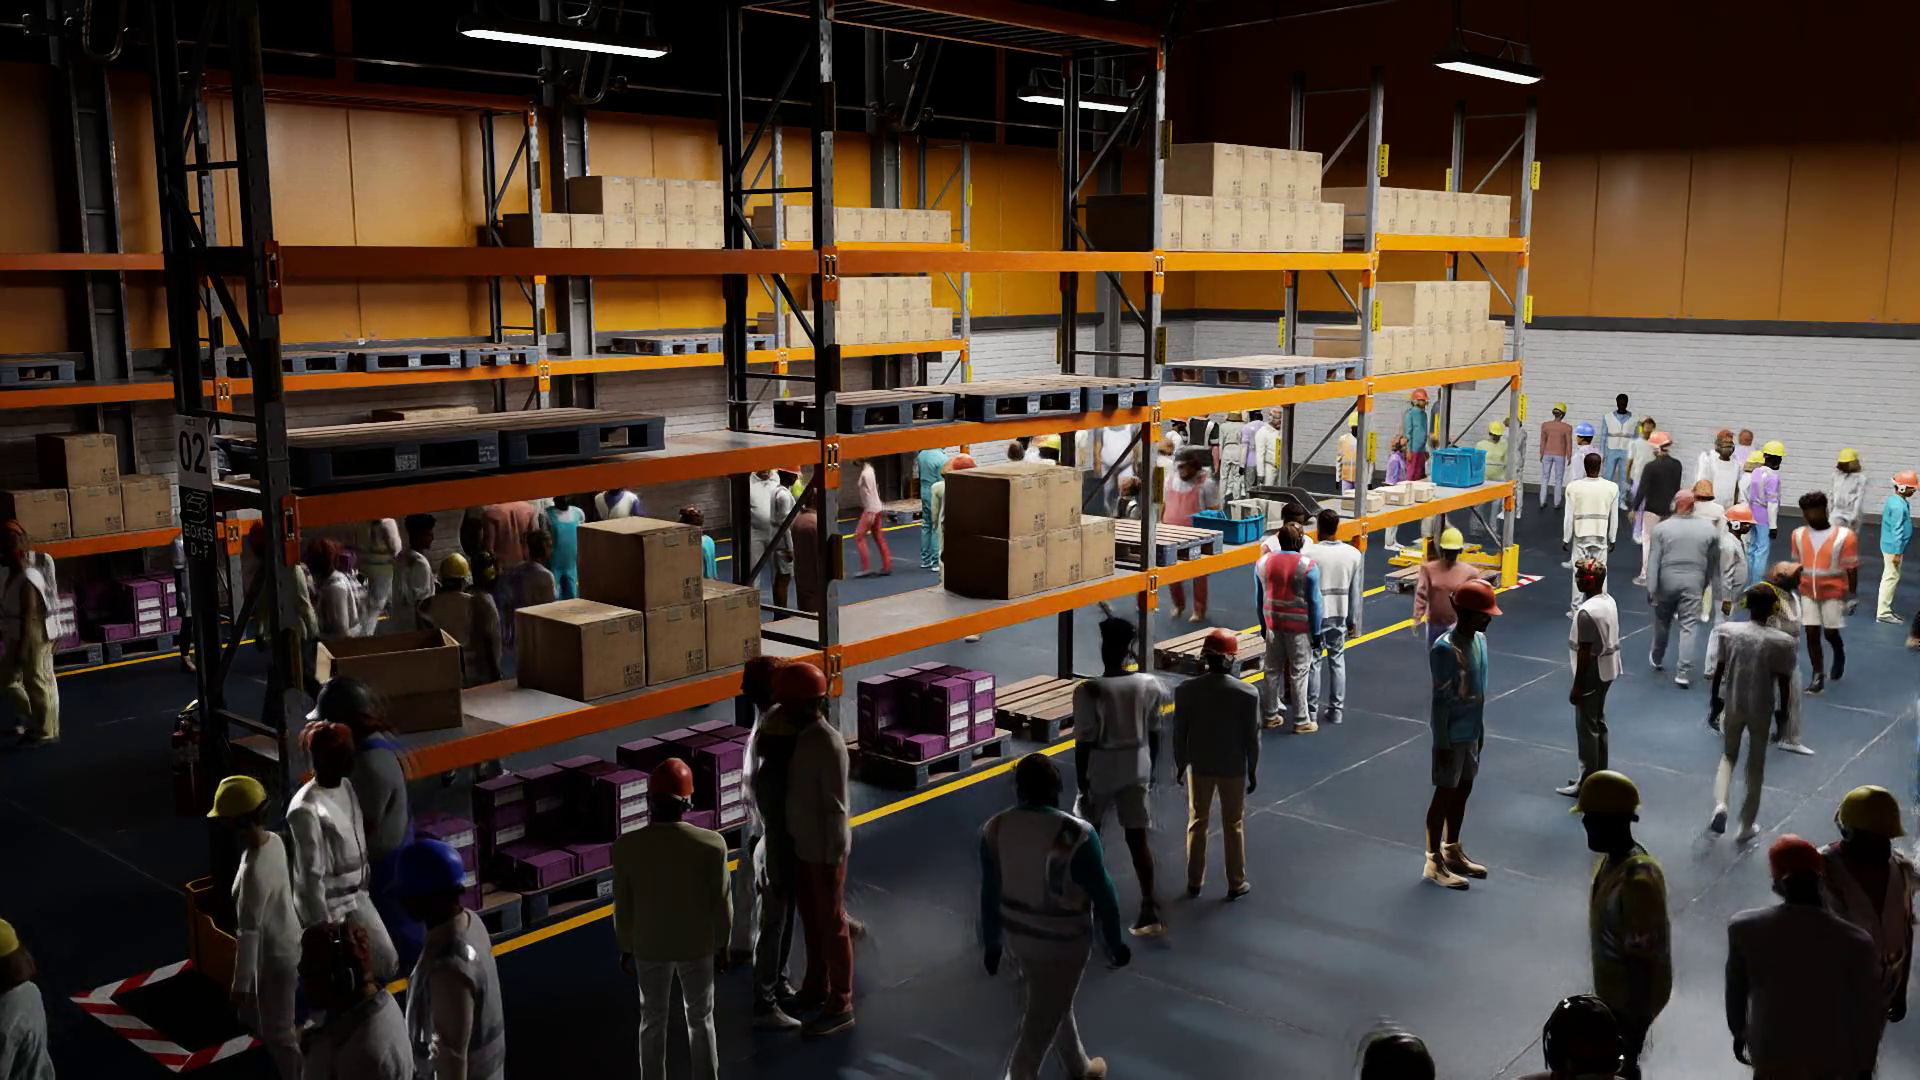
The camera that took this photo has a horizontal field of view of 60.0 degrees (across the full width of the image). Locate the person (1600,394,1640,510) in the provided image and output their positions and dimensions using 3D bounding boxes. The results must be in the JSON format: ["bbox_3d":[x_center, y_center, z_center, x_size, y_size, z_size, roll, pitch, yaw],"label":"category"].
[{"bbox_3d":[10.820,-1.451,27.313,0.597,1.917,0.375,2,10,12],"label":"person"}]

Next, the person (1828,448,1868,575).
[{"bbox_3d":[11.221,-0.315,21.111,0.618,1.714,0.481,-7,12,-38],"label":"person"}]

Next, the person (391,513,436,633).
[{"bbox_3d":[-4.647,0.729,14.209,0.443,1.955,0.626,-7,12,-38],"label":"person"}]

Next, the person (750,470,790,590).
[{"bbox_3d":[-2.256,-0.086,19.231,0.644,1.900,0.399,-2,10,-13],"label":"person"}]

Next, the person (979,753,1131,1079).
[{"bbox_3d":[0.400,1.891,7.809,0.628,1.779,0.987,9,13,42],"label":"person"}]

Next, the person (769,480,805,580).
[{"bbox_3d":[-2.113,-0.265,20.956,0.728,1.654,0.550,-5,11,-28],"label":"person"}]

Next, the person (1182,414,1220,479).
[{"bbox_3d":[3.693,-1.193,25.454,0.612,2.030,0.403,6,11,30],"label":"person"}]

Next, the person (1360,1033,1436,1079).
[{"bbox_3d":[1.223,2.311,4.918,0.637,1.909,0.886,-4,10,-20],"label":"person"}]

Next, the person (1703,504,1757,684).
[{"bbox_3d":[7.462,0.516,16.084,0.353,1.744,0.565,6,11,31],"label":"person"}]

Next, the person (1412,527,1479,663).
[{"bbox_3d":[4.357,0.722,14.888,0.525,1.729,0.860,5,11,27],"label":"person"}]

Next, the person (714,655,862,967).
[{"bbox_3d":[-1.028,1.564,9.512,0.849,1.860,0.593,-2,10,-9],"label":"person"}]

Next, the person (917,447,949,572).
[{"bbox_3d":[-0.299,-0.532,21.901,0.399,1.900,0.645,-6,11,-31],"label":"person"}]

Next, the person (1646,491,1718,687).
[{"bbox_3d":[6.996,0.448,16.193,0.635,1.843,1.023,2,10,14],"label":"person"}]

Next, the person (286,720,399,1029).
[{"bbox_3d":[-2.993,1.786,8.129,0.489,1.867,0.593,1,10,7],"label":"person"}]

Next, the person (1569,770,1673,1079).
[{"bbox_3d":[2.845,1.936,7.133,0.499,1.902,0.627,2,10,12],"label":"person"}]

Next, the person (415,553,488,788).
[{"bbox_3d":[-3.885,1.010,12.872,0.591,1.834,0.404,0,10,-2],"label":"person"}]

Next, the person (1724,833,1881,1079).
[{"bbox_3d":[3.473,2.076,6.895,0.577,1.699,0.851,4,10,24],"label":"person"}]

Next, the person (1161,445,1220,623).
[{"bbox_3d":[2.556,-0.076,18.740,0.725,2.000,0.537,6,11,32],"label":"person"}]

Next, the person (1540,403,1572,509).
[{"bbox_3d":[9.825,-1.387,27.424,0.532,1.756,0.337,7,12,37],"label":"person"}]

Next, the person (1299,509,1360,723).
[{"bbox_3d":[3.226,0.679,14.640,0.597,1.909,0.405,-3,10,-16],"label":"person"}]

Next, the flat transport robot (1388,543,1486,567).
[{"bbox_3d":[6.453,0.186,22.450,1.431,0.197,0.652,-9,13,-43],"label":"flat transport robot"}]

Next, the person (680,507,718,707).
[{"bbox_3d":[-2.393,0.612,15.209,0.389,1.847,0.563,2,10,9],"label":"person"}]

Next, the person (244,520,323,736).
[{"bbox_3d":[-5.688,0.770,14.059,0.685,1.935,1.030,7,12,37],"label":"person"}]

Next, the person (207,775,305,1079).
[{"bbox_3d":[-3.193,1.927,7.653,0.407,1.748,0.557,-3,10,-18],"label":"person"}]

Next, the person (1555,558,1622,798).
[{"bbox_3d":[4.810,1.052,12.630,0.388,1.837,0.560,6,11,34],"label":"person"}]

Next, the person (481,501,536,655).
[{"bbox_3d":[-4.607,0.237,17.072,0.745,1.978,0.637,9,13,44],"label":"person"}]

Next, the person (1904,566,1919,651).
[{"bbox_3d":[10.026,0.381,17.077,0.419,1.681,0.607,3,10,16],"label":"person"}]

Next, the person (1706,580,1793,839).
[{"bbox_3d":[5.510,1.204,11.644,0.538,1.857,0.466,7,12,37],"label":"person"}]

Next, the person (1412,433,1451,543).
[{"bbox_3d":[6.833,-0.742,23.943,0.494,1.622,0.550,4,10,22],"label":"person"}]

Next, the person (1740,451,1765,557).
[{"bbox_3d":[9.842,-0.249,20.695,0.332,1.735,0.488,2,10,11],"label":"person"}]

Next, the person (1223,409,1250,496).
[{"bbox_3d":[4.838,-1.720,28.895,0.588,1.927,0.370,4,10,25],"label":"person"}]

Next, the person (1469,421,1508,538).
[{"bbox_3d":[7.811,-0.893,24.495,0.584,1.743,0.460,0,10,-3],"label":"person"}]

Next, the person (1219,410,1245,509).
[{"bbox_3d":[4.490,-1.358,27.327,0.492,1.729,0.324,3,10,19],"label":"person"}]

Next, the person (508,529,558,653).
[{"bbox_3d":[-3.517,0.804,14.169,0.870,1.805,0.512,-8,12,-39],"label":"person"}]

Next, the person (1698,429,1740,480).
[{"bbox_3d":[10.158,-0.565,22.319,0.576,1.842,0.947,1,10,5],"label":"person"}]

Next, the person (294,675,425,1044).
[{"bbox_3d":[-3.143,1.643,8.474,1.043,2.000,0.694,-5,11,-28],"label":"person"}]

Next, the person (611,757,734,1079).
[{"bbox_3d":[-1.350,1.887,7.876,0.566,1.751,0.329,-1,10,-4],"label":"person"}]

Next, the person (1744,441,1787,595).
[{"bbox_3d":[9.739,-0.242,20.106,0.394,1.918,0.585,1,10,5],"label":"person"}]

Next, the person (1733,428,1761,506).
[{"bbox_3d":[11.476,-0.823,24.432,0.544,1.626,0.404,3,10,17],"label":"person"}]

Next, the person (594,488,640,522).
[{"bbox_3d":[-3.854,0.094,18.459,0.586,1.782,0.996,5,11,27],"label":"person"}]

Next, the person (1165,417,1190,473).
[{"bbox_3d":[3.164,-0.949,24.309,0.388,1.926,0.549,-1,10,-5],"label":"person"}]

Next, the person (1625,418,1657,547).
[{"bbox_3d":[9.843,-0.826,23.846,0.498,1.826,0.977,1,10,3],"label":"person"}]
